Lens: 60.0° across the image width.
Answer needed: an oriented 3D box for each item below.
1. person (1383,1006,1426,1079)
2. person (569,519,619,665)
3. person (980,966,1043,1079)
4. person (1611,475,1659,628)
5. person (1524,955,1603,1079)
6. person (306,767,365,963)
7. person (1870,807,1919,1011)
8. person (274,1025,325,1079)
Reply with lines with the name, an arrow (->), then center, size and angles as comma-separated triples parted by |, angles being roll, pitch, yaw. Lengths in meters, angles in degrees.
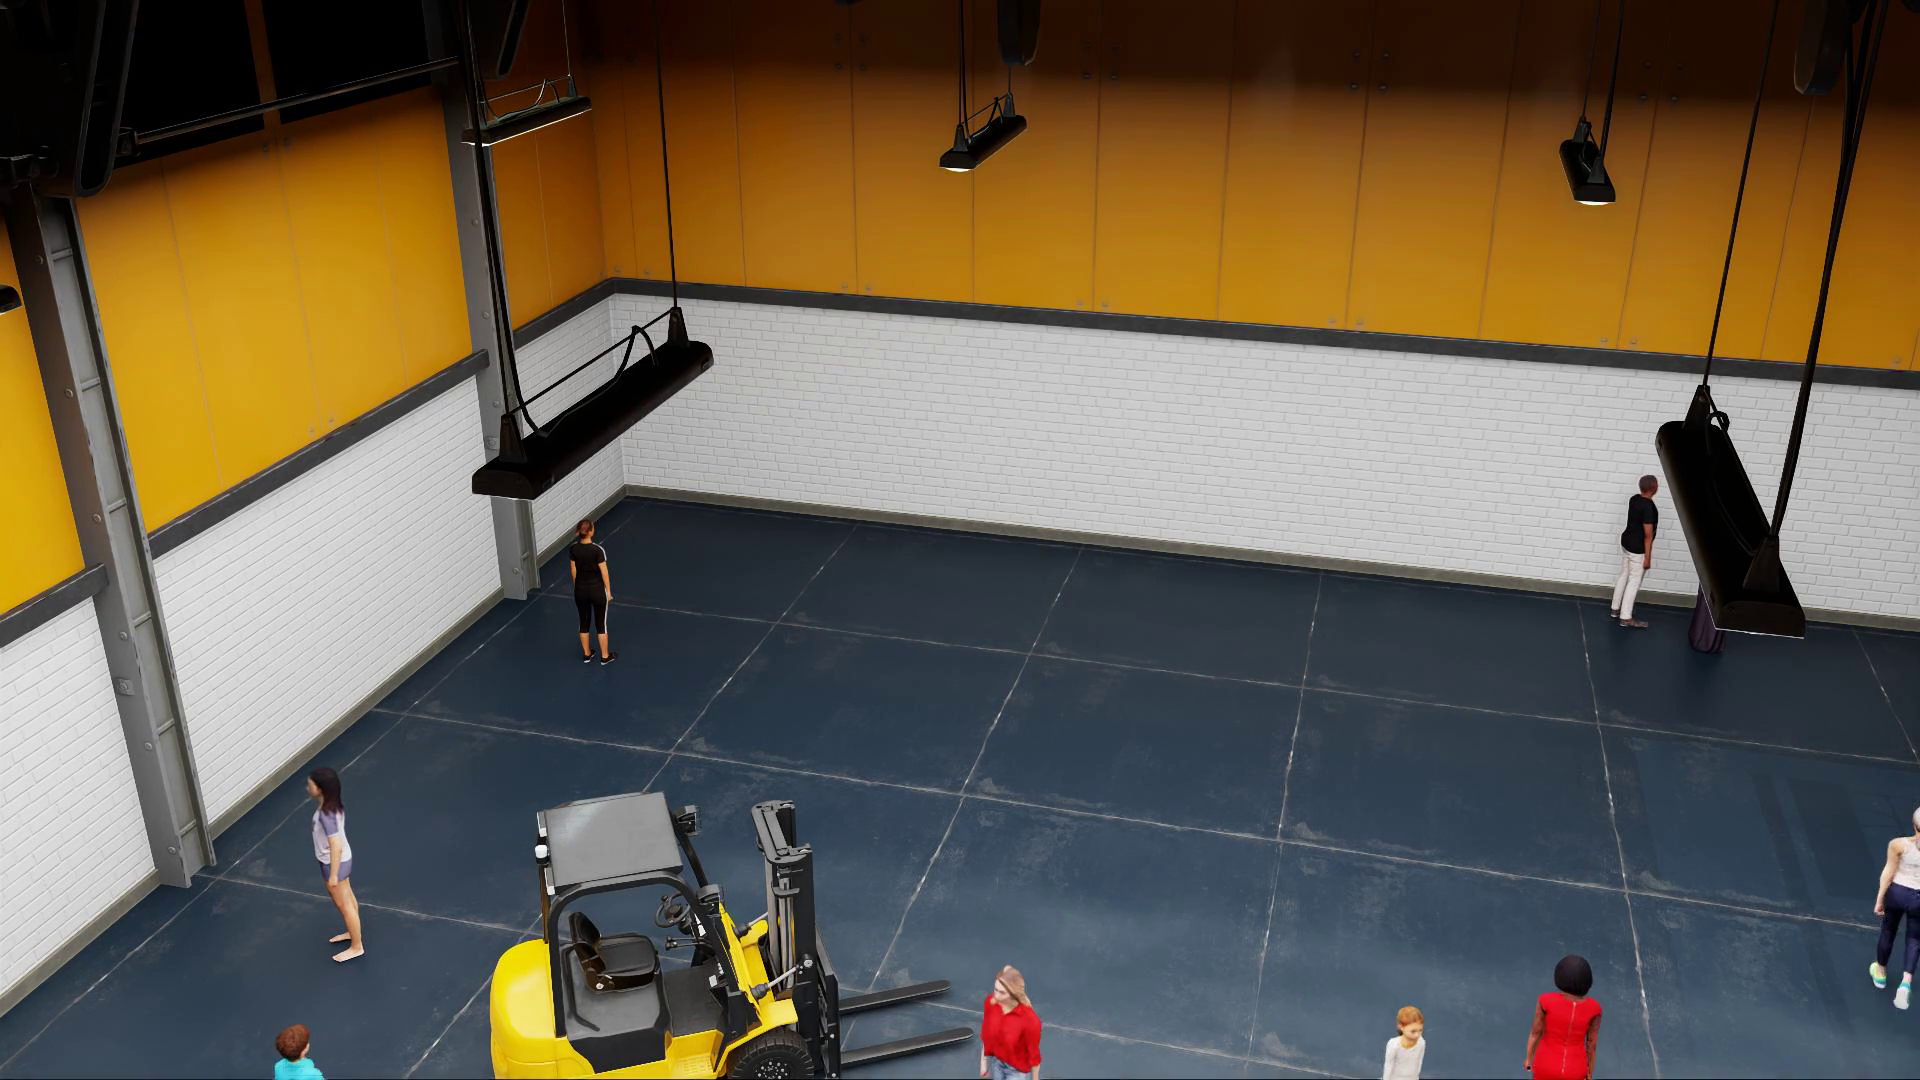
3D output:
person -> 2.950, 3.706, 11.353 | 0.777, 1.286, 0.979 | -6, 24, -14
person -> -4.021, 0.549, 18.098 | 0.577, 1.668, 0.485 | 7, 24, 15
person -> 0.393, 3.546, 11.232 | 0.929, 1.676, 1.187 | 18, 30, 36
person -> 7.712, 0.098, 18.960 | 0.793, 1.804, 0.633 | -1, 24, -2
person -> 3.998, 3.589, 11.066 | 0.597, 1.731, 0.745 | 4, 24, 10
person -> -5.023, 2.579, 13.375 | 0.722, 1.733, 0.632 | -9, 25, -19
person -> 7.320, 2.848, 12.815 | 0.693, 1.688, 0.989 | 9, 25, 20
person -> -4.313, 3.846, 10.871 | 0.610, 1.417, 0.995 | 9, 25, 20
